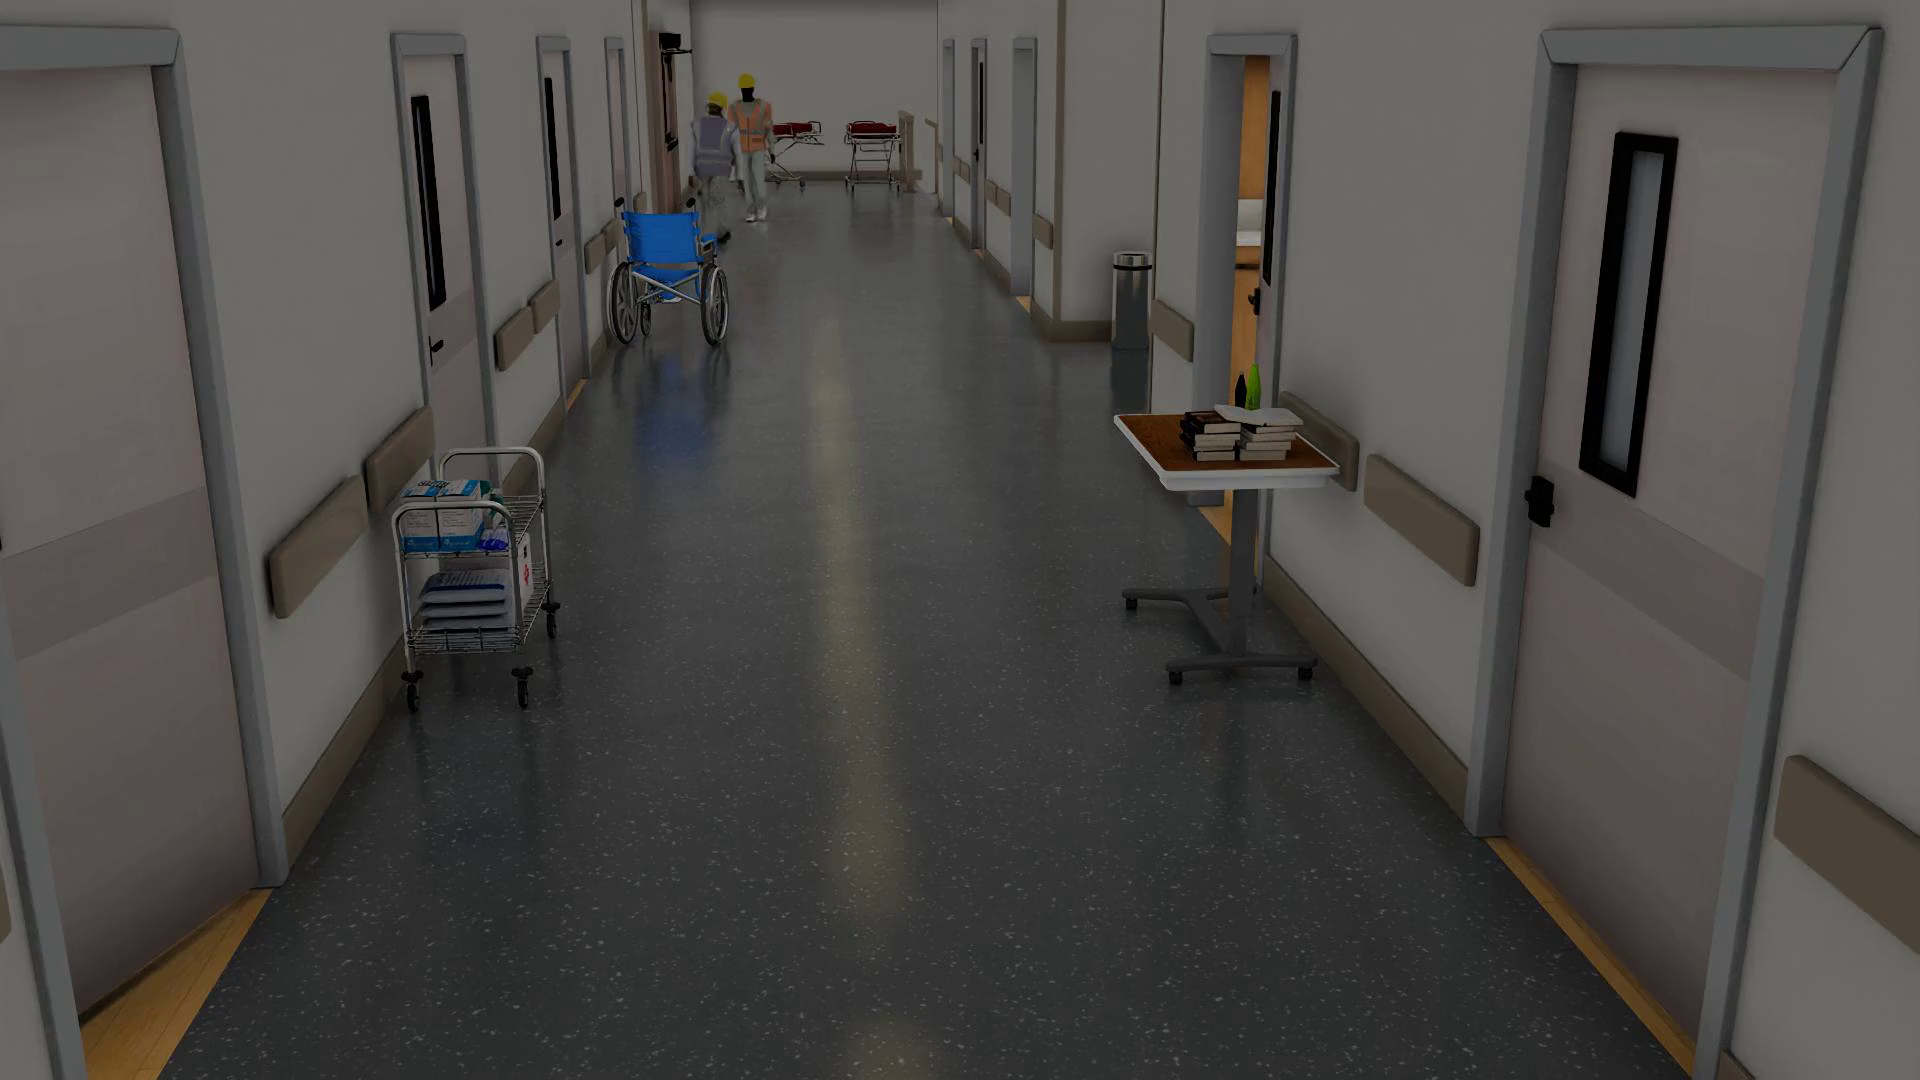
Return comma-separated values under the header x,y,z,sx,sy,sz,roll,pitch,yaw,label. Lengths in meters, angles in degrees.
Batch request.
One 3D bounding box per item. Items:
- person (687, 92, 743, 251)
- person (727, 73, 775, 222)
x,y,z,sx,sy,sz,roll,pitch,yaw,label
-2.797,-4.212,19.035,0.597,1.749,1.008,2,17,7,person
-2.744,-5.130,21.810,0.605,1.910,0.419,2,17,7,person
